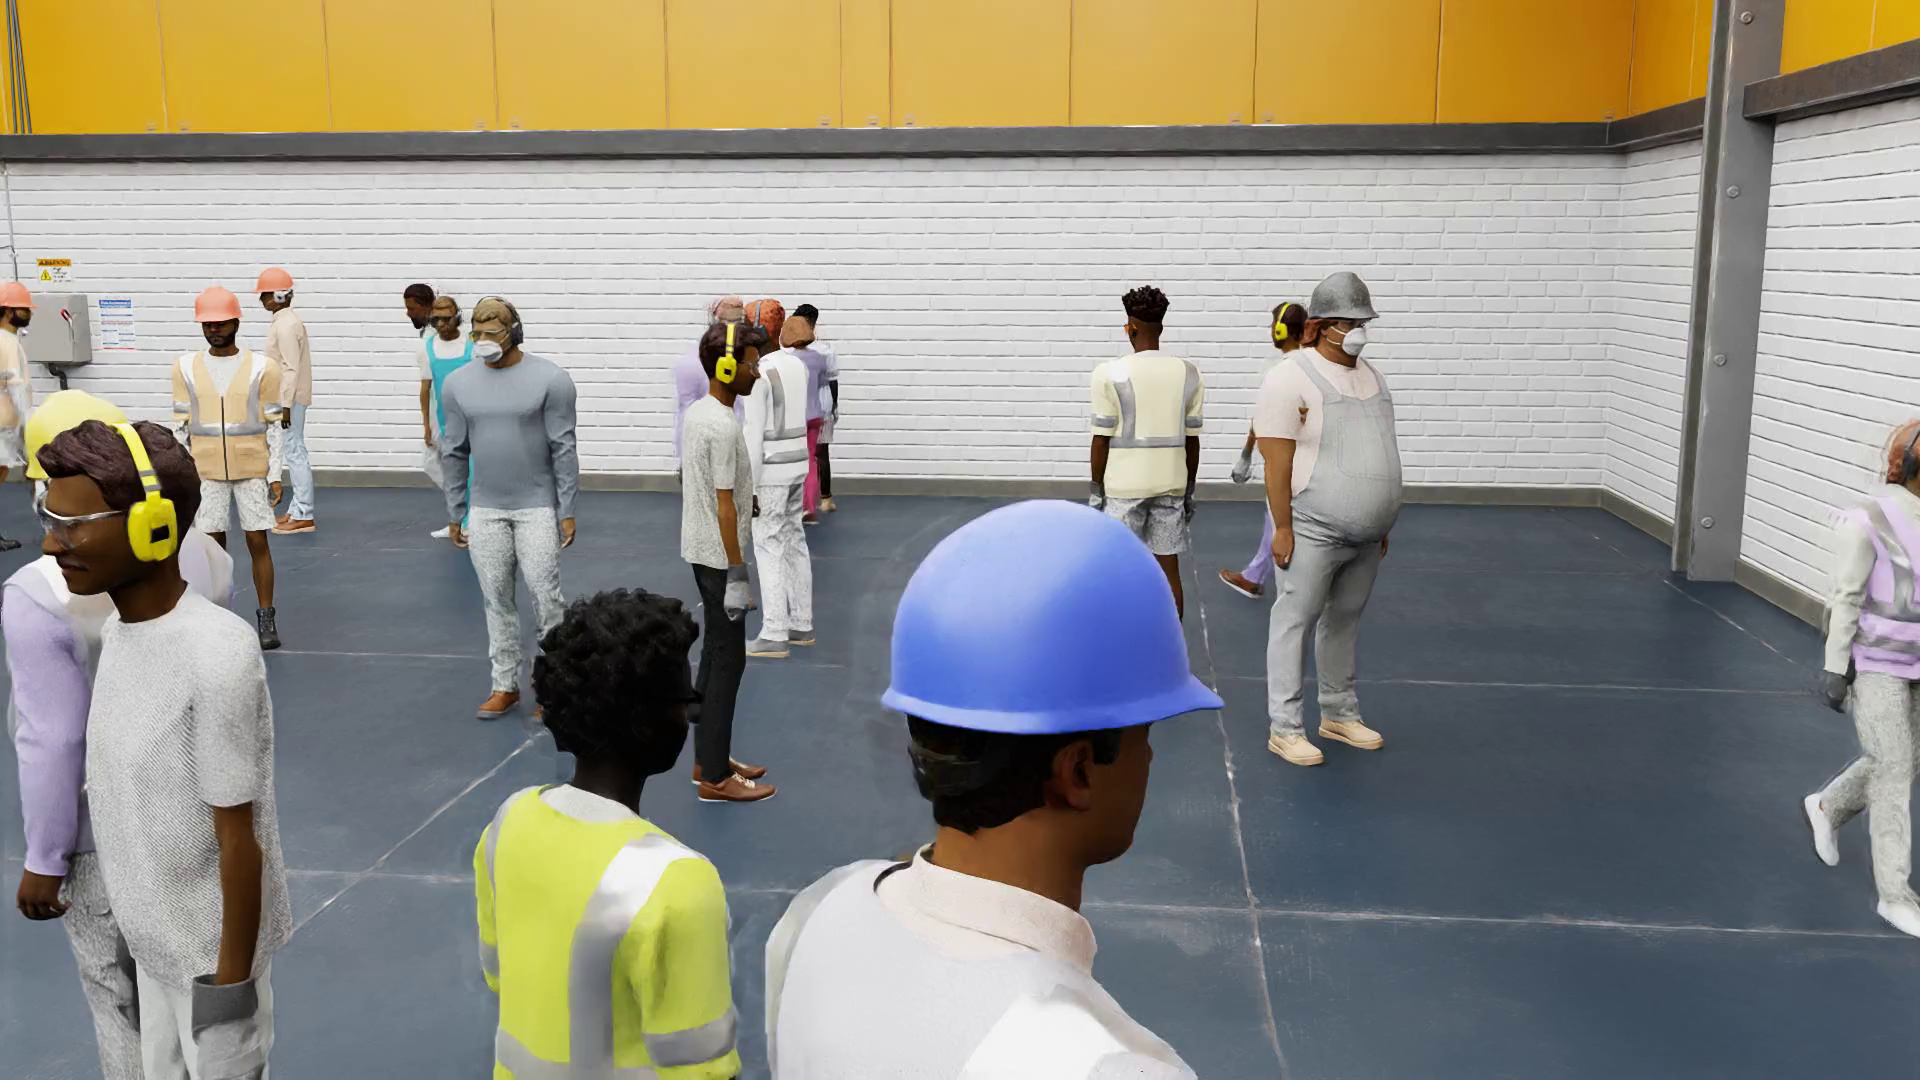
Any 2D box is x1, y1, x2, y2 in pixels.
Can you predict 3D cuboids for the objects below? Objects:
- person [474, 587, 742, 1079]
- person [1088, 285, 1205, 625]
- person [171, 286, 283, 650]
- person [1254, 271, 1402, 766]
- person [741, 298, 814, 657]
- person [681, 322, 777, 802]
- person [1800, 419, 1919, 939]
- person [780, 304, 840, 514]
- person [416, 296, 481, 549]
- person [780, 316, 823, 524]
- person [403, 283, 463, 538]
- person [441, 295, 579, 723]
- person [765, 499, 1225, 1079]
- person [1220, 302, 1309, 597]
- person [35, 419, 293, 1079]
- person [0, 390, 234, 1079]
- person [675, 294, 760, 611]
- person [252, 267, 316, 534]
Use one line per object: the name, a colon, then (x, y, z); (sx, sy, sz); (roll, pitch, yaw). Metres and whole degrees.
person: (-0.515, 0.895, 2.340); (0.687, 1.668, 0.542); (-8, 13, -39)
person: (0.908, -0.266, 8.188); (0.599, 1.958, 0.377); (-4, 11, -21)
person: (-3.864, -0.367, 8.811); (0.545, 1.938, 0.357); (-3, 10, -15)
person: (1.585, -0.094, 6.949); (0.677, 2.000, 0.536); (-7, 12, -35)
person: (-0.976, -0.323, 8.738); (0.347, 1.879, 0.577); (4, 11, 22)
person: (-0.903, 0.092, 6.426); (0.333, 1.857, 0.528); (-4, 11, -19)
person: (3.007, 0.397, 5.389); (0.526, 1.611, 0.734); (-2, 10, -13)
person: (-1.226, -1.048, 13.398); (0.535, 1.697, 0.318); (0, 10, 0)
person: (-3.585, -0.832, 11.872); (0.539, 1.801, 0.696); (0, 10, 1)
person: (-1.249, -0.920, 12.874); (0.327, 1.622, 0.513); (8, 13, 38)
person: (-3.806, -0.943, 12.245); (0.472, 1.884, 0.624); (-3, 10, -19)
person: (-2.028, -0.135, 7.521); (0.641, 1.927, 0.386); (1, 10, 8)
person: (0.160, 0.922, 1.491); (0.799, 1.920, 0.637); (-4, 11, -22)
person: (1.919, -0.486, 9.839); (0.502, 1.818, 0.990); (-8, 13, -38)
person: (-1.301, 0.724, 2.792); (0.505, 1.864, 0.331); (9, 14, 43)
person: (-1.842, 0.585, 3.667); (0.404, 1.828, 0.592); (3, 10, 16)
person: (-1.436, -0.556, 10.101); (0.638, 1.871, 0.864); (-8, 13, -37)
person: (-5.080, -1.048, 12.545); (0.379, 1.994, 0.611); (-4, 11, -22)
